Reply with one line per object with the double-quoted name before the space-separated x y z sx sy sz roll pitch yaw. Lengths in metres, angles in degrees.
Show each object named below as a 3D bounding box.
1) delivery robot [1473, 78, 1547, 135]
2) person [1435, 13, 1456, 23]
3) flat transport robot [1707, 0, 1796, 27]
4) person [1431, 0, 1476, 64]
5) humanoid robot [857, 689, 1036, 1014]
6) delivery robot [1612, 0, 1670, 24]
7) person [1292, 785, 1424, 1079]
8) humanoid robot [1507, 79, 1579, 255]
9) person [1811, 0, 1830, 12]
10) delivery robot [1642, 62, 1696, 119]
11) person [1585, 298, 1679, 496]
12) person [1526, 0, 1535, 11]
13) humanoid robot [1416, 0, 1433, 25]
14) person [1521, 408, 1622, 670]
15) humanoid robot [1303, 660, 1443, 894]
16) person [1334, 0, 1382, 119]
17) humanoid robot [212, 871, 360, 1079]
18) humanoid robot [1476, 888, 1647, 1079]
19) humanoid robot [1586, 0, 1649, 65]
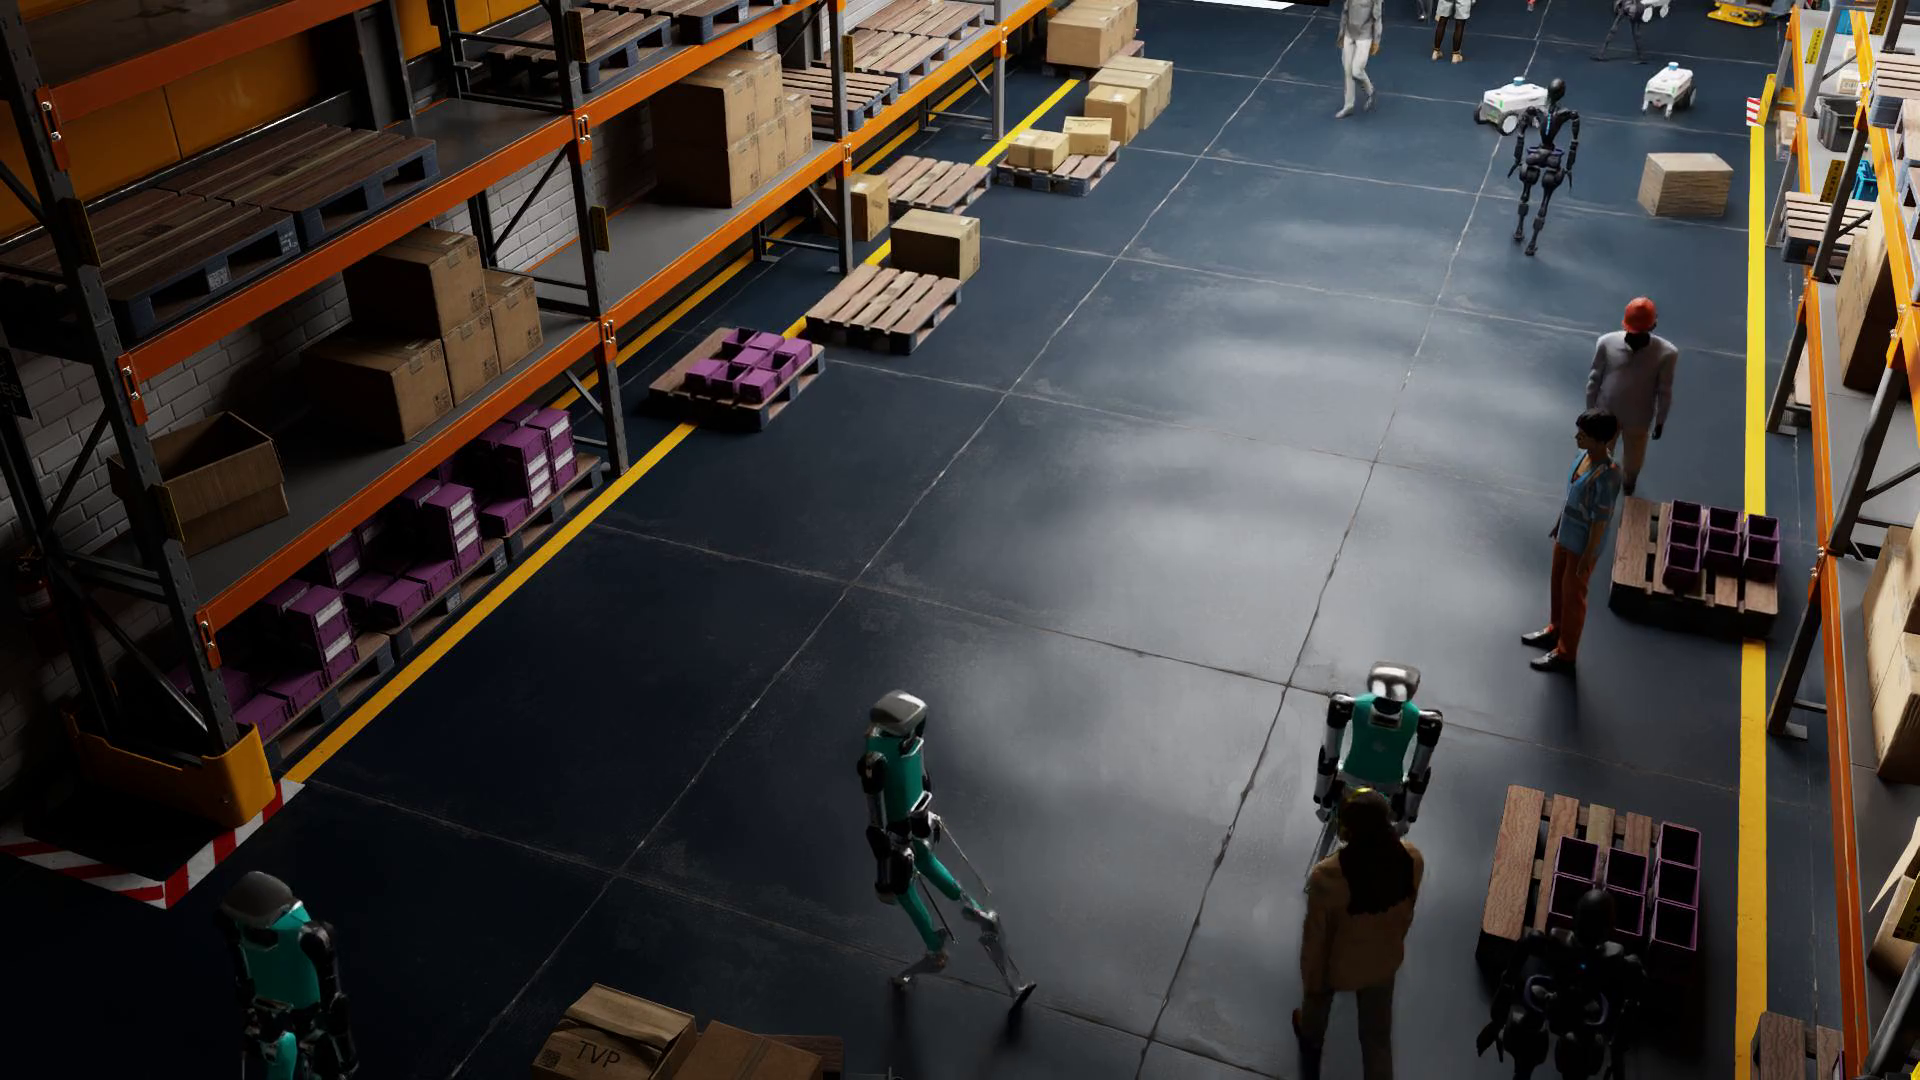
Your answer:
"delivery robot" 6.326 -4.977 19.044 0.814 0.610 0.499 -14 35 -21
"person" 6.716 -7.887 22.412 0.469 1.771 0.332 -6 33 -9
"flat transport robot" 11.016 -7.359 22.980 1.431 0.231 0.659 -25 40 -33
"person" 6.243 -6.855 20.887 0.532 1.693 0.320 23 39 31
"humanoid robot" 0.001 1.556 7.858 0.927 1.784 0.556 13 35 20
"delivery robot" 9.410 -7.433 22.821 0.783 0.584 0.499 -20 38 -27
"person" 1.750 1.842 7.300 0.548 1.835 0.943 -4 33 -6
"humanoid robot" 5.558 -3.587 15.846 0.602 1.644 0.563 14 36 21
"person" 10.874 -6.750 20.620 0.594 1.828 0.899 13 35 20
"delivery robot" 8.329 -5.301 19.550 0.499 0.614 0.808 22 39 30
"person" 4.681 -0.935 11.691 0.582 1.726 0.581 17 36 24
"person" 8.074 -8.334 23.138 0.524 1.748 0.758 15 36 22
"humanoid robot" 6.336 -7.786 22.389 0.722 1.885 0.530 -24 40 -33
"person" 3.797 -0.011 10.237 0.332 1.757 0.507 -1 33 -2
"humanoid robot" 2.057 1.229 8.364 0.554 1.794 0.772 9 34 14
"person" 4.578 -5.771 19.033 0.490 1.881 0.571 -24 40 -33
"humanoid robot" -2.821 2.266 6.827 0.532 1.899 0.738 11 34 16
"humanoid robot" 2.513 2.125 7.013 0.616 1.641 0.530 11 34 16
"humanoid robot" 8.398 -6.770 20.816 0.767 1.624 0.598 1 33 1
